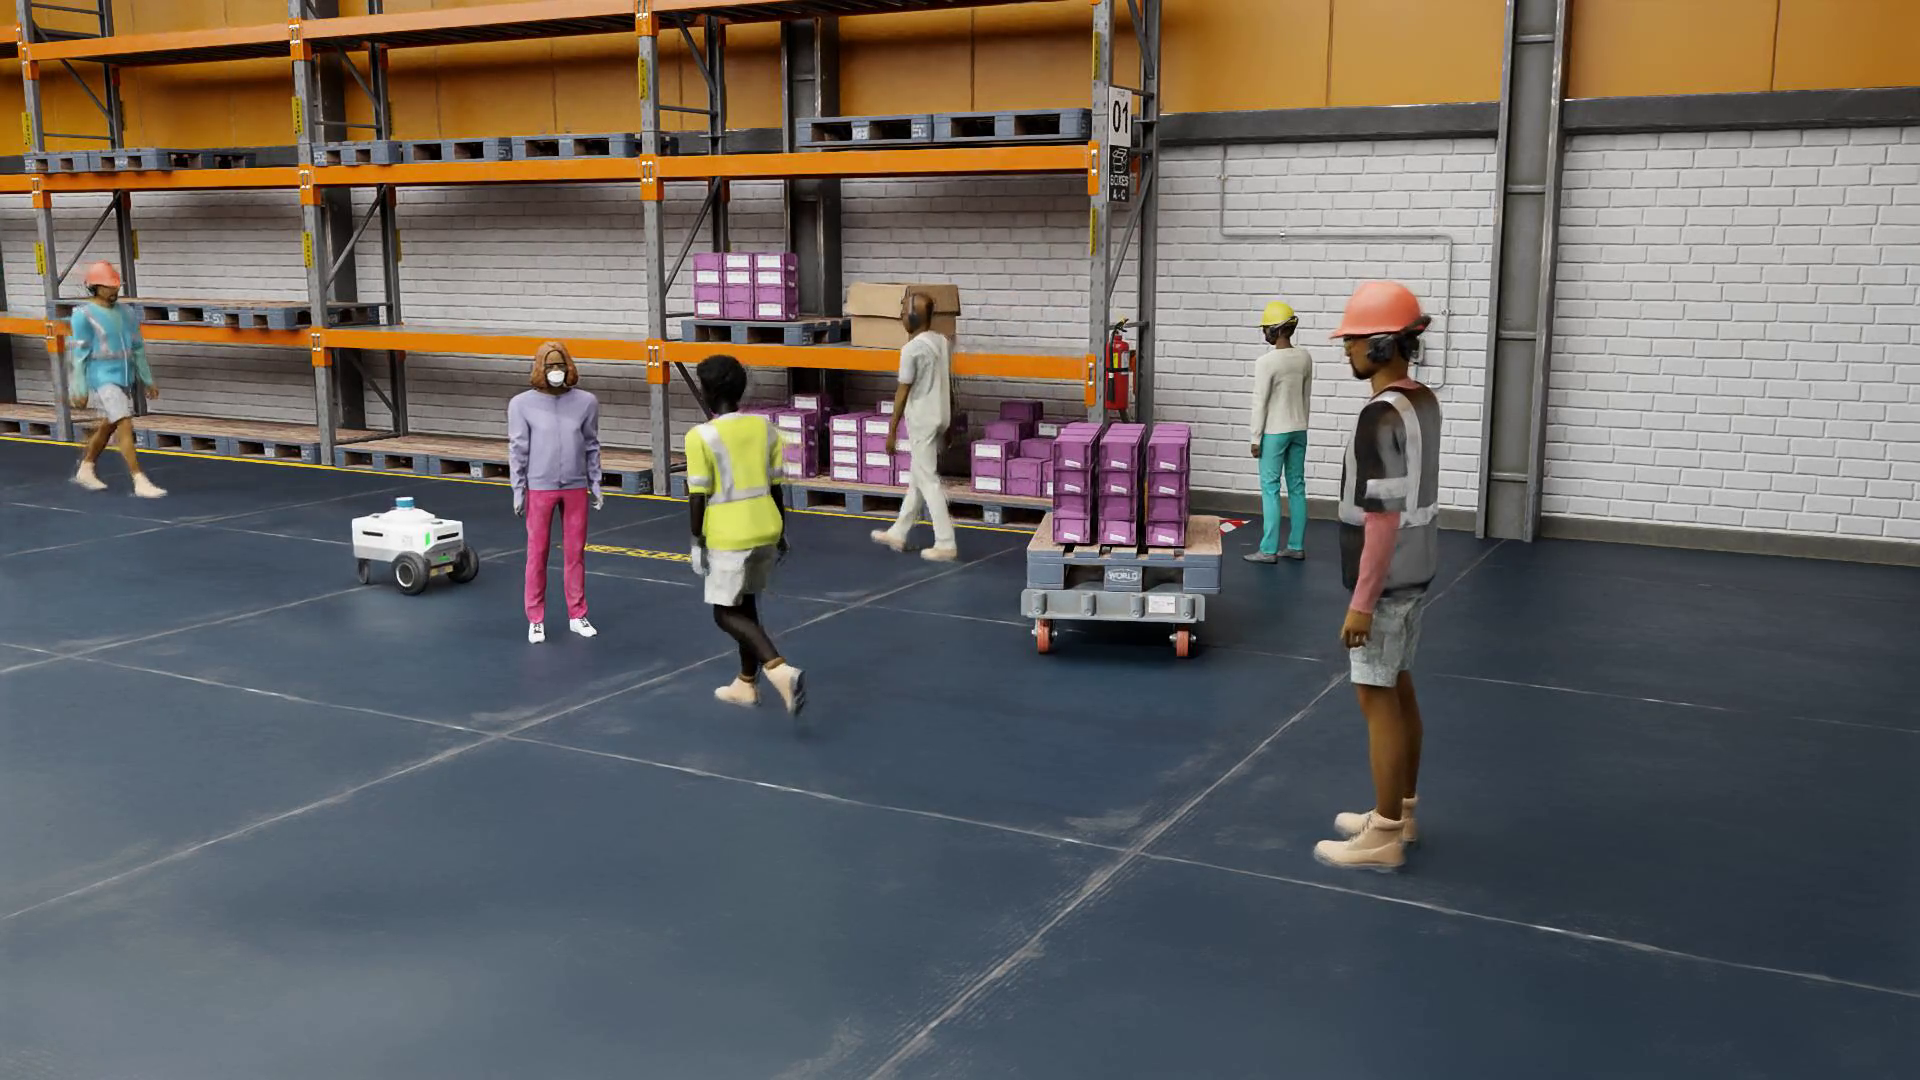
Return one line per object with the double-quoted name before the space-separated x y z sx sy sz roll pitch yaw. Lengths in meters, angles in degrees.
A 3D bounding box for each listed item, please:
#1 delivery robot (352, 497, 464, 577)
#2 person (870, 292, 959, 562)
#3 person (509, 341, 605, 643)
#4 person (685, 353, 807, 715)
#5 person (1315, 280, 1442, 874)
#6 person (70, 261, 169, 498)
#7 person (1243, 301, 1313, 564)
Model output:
"delivery robot" -3.463 -0.024 10.422 0.707 0.478 0.477 6 12 28
"person" -0.321 -0.763 11.275 0.792 1.809 0.536 6 12 30
"person" -2.182 -0.262 9.025 0.506 1.632 0.268 -6 12 -30
"person" -0.926 -0.001 7.492 0.674 1.665 0.548 8 13 38
"person" 1.437 0.130 5.761 0.396 2.038 0.614 5 12 27
"person" -7.221 -1.351 14.094 1.077 1.998 0.626 3 11 16
"person" 2.138 -0.714 11.170 0.524 1.761 0.338 -7 13 -35
